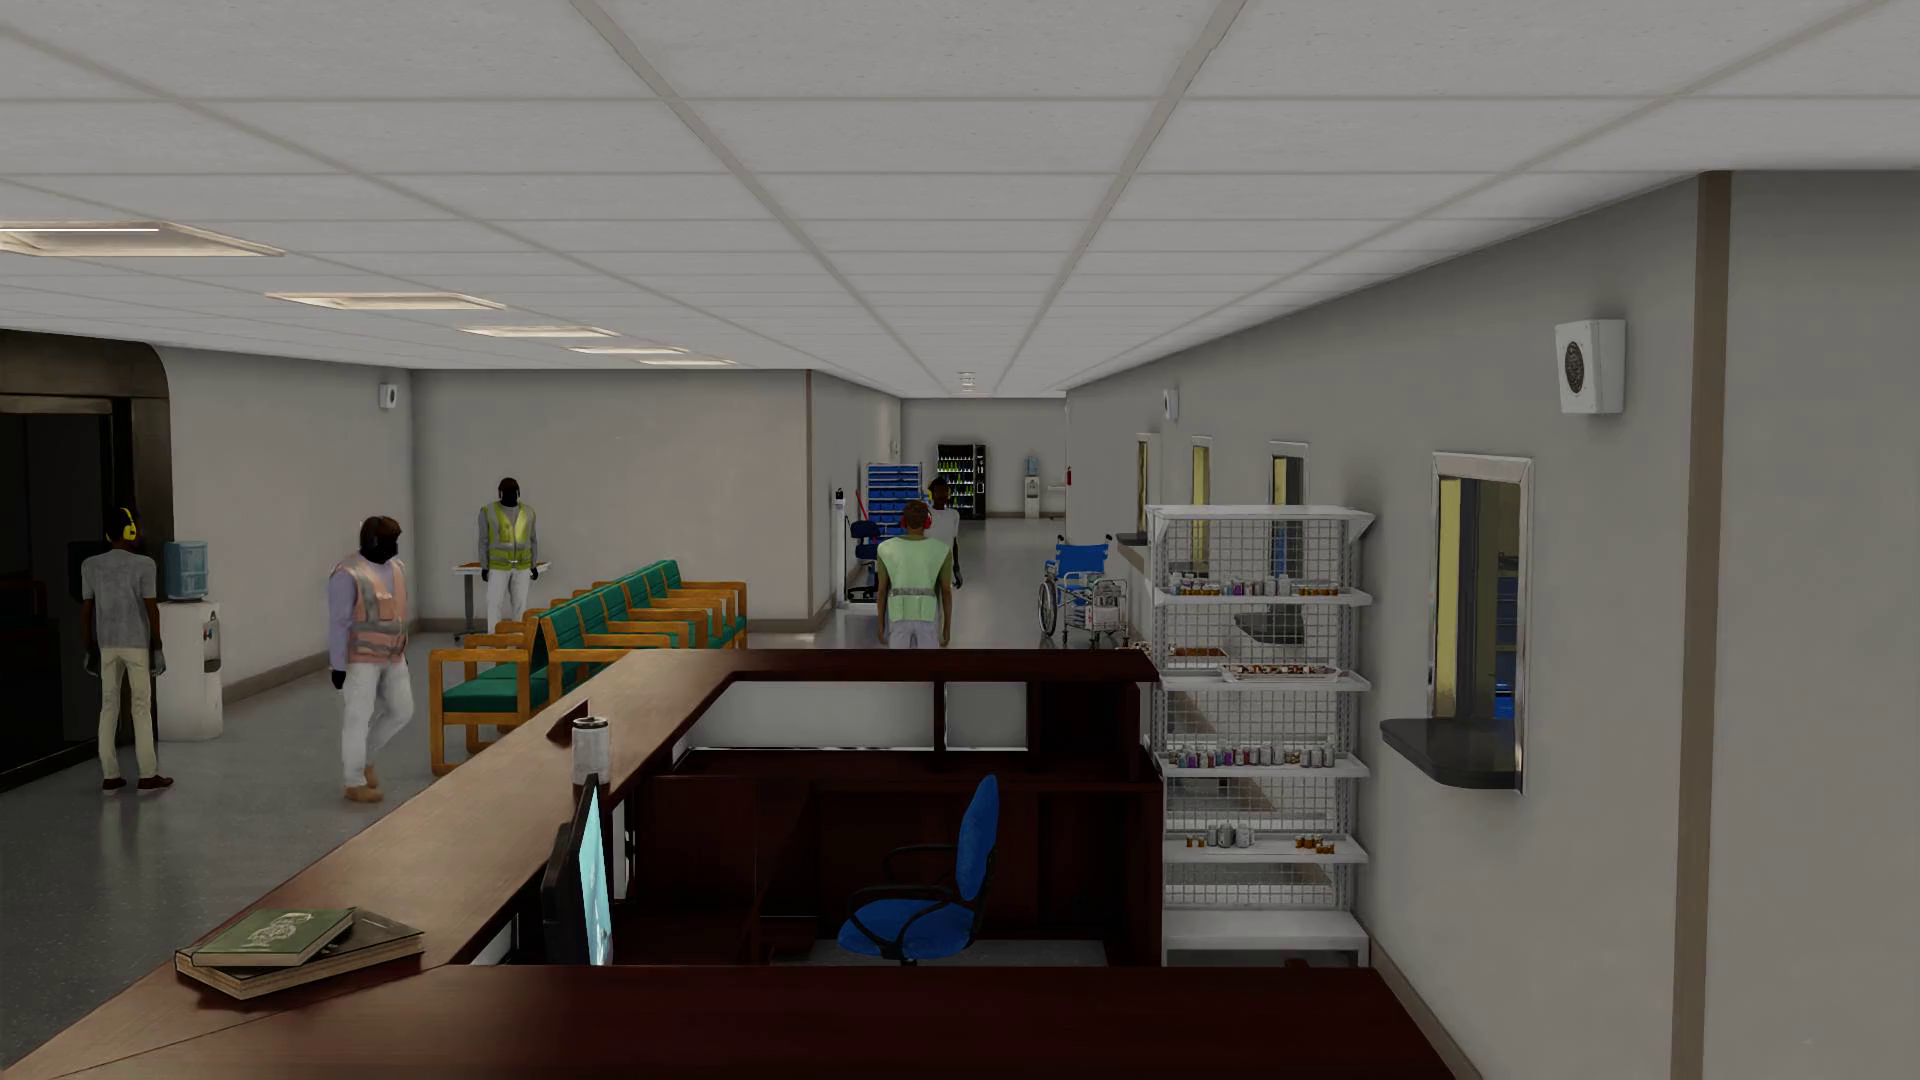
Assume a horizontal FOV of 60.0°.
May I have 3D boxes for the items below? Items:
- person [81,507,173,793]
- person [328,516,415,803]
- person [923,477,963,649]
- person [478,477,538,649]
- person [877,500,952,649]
[{"bbox_3d":[-5.455,0.718,10.859,0.521,1.862,0.334,0,4,1],"label":"person"},{"bbox_3d":[-3.751,0.755,10.615,0.434,1.820,0.690,2,4,21],"label":"person"},{"bbox_3d":[-0.214,0.307,16.531,0.520,1.874,0.327,-2,5,-27],"label":"person"},{"bbox_3d":[-4.671,0.272,17.240,0.619,1.845,0.430,-3,5,-32],"label":"person"},{"bbox_3d":[-0.337,0.623,12.381,0.562,1.837,0.384,0,4,-1],"label":"person"}]
